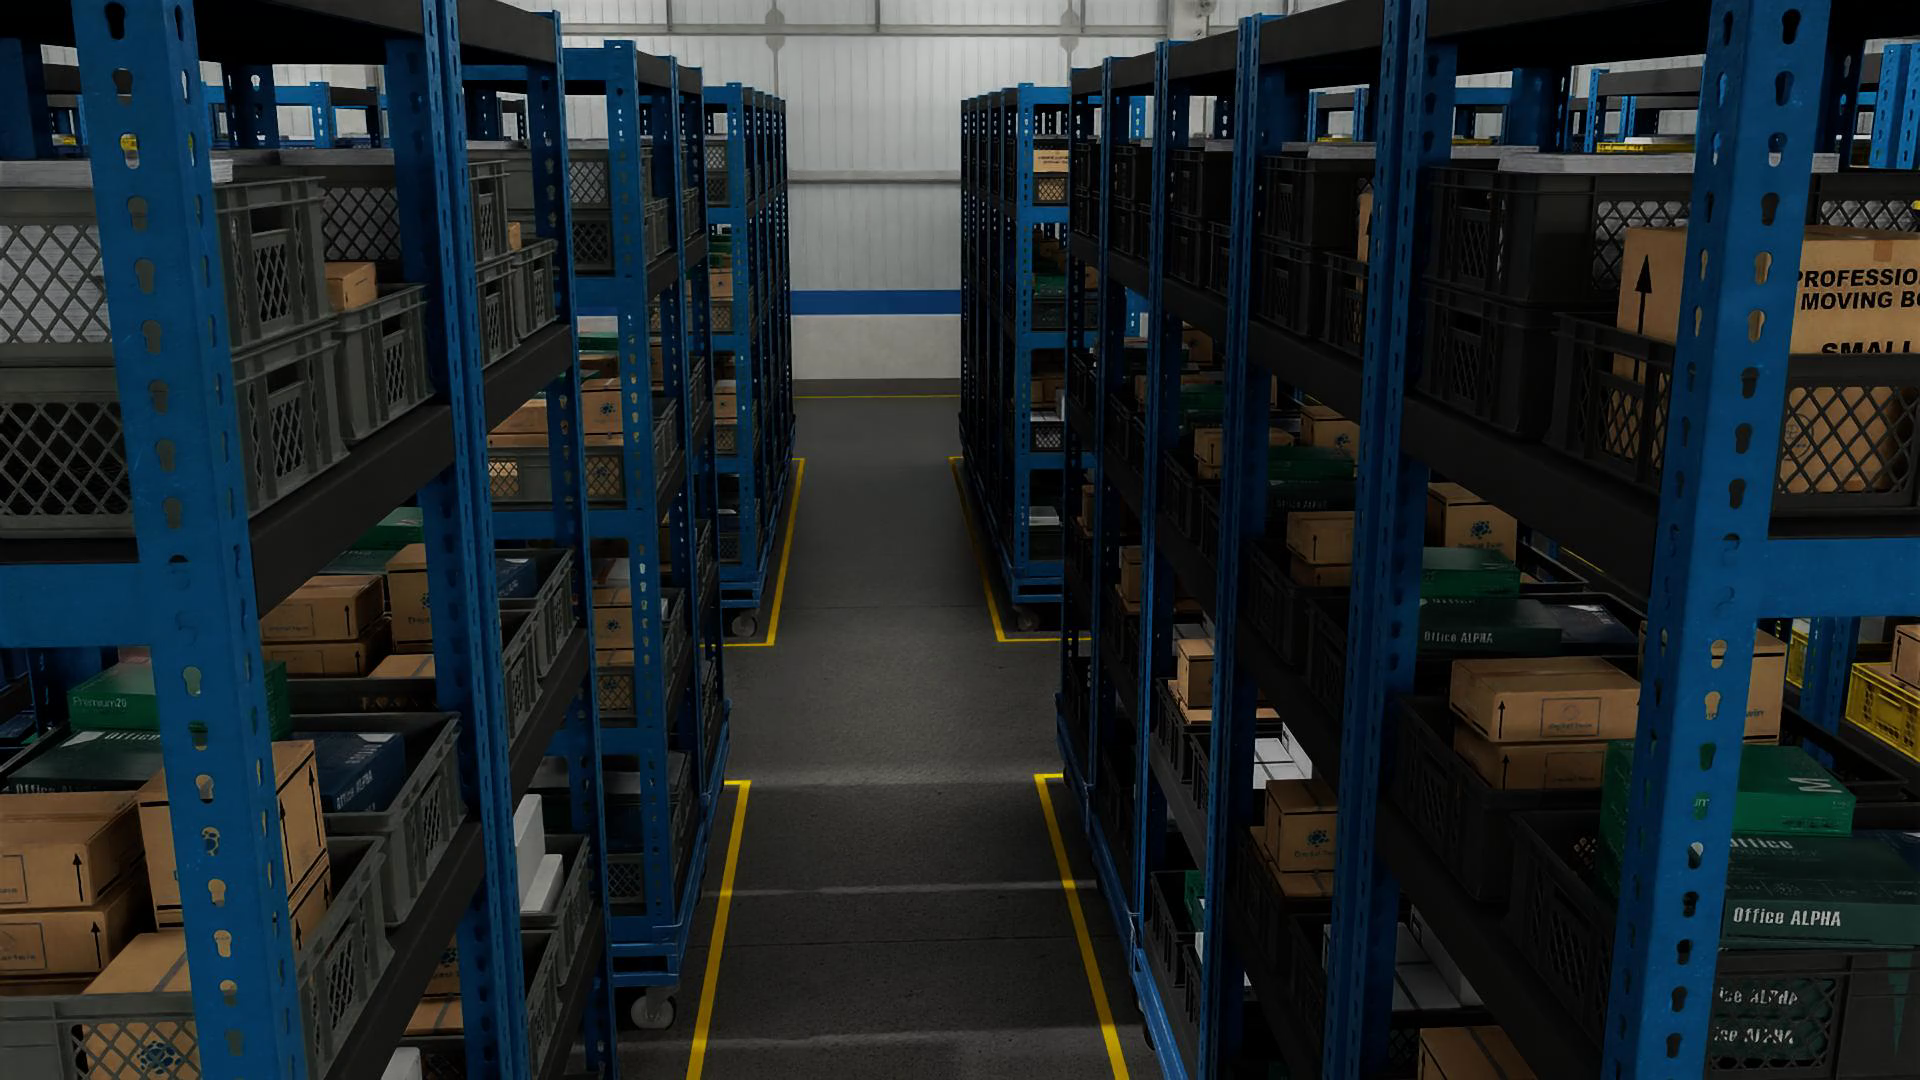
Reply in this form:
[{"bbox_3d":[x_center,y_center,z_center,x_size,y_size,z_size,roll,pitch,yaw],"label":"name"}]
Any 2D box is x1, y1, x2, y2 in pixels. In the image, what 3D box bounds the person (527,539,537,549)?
[{"bbox_3d":[-2.645,-0.200,10.477,0.415,1.985,0.611,-1,14,-3],"label":"person"}]
